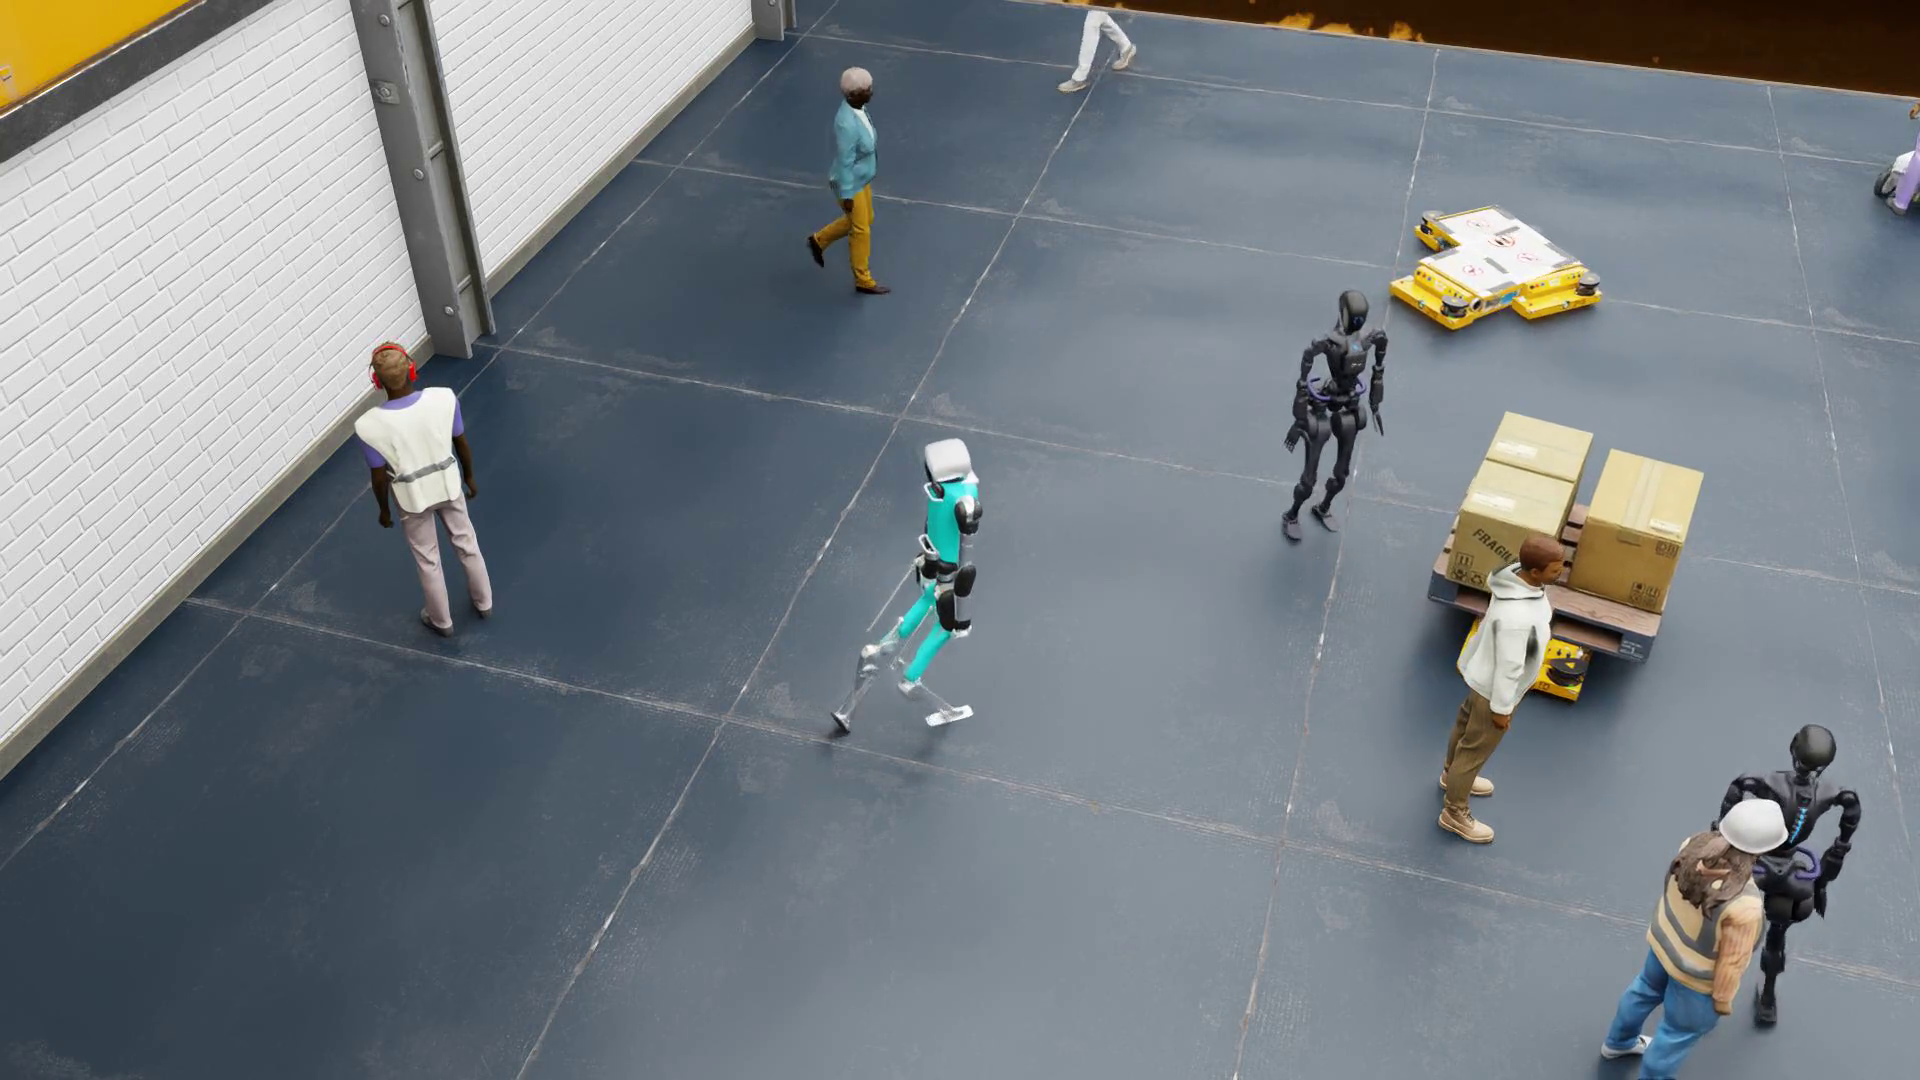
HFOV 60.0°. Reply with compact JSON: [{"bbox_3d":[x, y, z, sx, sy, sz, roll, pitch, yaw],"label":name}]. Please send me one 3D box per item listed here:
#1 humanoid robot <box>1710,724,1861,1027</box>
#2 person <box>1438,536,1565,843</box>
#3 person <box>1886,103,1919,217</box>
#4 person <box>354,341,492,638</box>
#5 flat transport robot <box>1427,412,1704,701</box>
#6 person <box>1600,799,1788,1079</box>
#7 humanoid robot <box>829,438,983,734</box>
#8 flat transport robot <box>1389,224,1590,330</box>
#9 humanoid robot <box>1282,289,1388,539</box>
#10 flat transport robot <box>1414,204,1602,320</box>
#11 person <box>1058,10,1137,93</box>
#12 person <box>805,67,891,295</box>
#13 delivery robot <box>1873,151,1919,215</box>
[{"bbox_3d":[3.427,1.455,7.087,0.599,1.644,0.390,8,39,10],"label":"humanoid robot"},{"bbox_3d":[2.556,0.679,7.963,0.364,1.766,0.532,10,40,12],"label":"person"},{"bbox_3d":[7.730,-3.366,12.932,0.562,1.846,0.391,11,40,13],"label":"person"},{"bbox_3d":[-2.897,-0.243,9.055,0.564,1.837,0.388,-24,45,-27],"label":"person"},{"bbox_3d":[3.385,0.330,9.594,0.659,0.231,1.431,18,42,21],"label":"flat transport robot"},{"bbox_3d":[2.968,1.681,6.758,0.376,1.722,0.498,-5,39,-6],"label":"person"},{"bbox_3d":[-0.334,0.345,8.447,0.886,1.815,0.558,-13,41,-16],"label":"humanoid robot"},{"bbox_3d":[3.983,-1.984,12.472,1.431,0.231,0.659,-21,43,-24],"label":"flat transport robot"},{"bbox_3d":[2.224,-0.752,9.818,0.612,1.657,0.310,-10,40,-13],"label":"humanoid robot"},{"bbox_3d":[4.161,-2.153,12.683,0.659,0.231,1.431,-15,41,-18],"label":"flat transport robot"},{"bbox_3d":[1.307,-5.032,15.011,0.929,1.852,0.576,-23,44,-26],"label":"person"},{"bbox_3d":[-0.842,-2.599,12.070,0.609,1.740,0.541,6,39,8],"label":"person"},{"bbox_3d":[7.884,-2.978,13.495,0.815,0.612,0.499,-20,43,-24],"label":"delivery robot"}]
